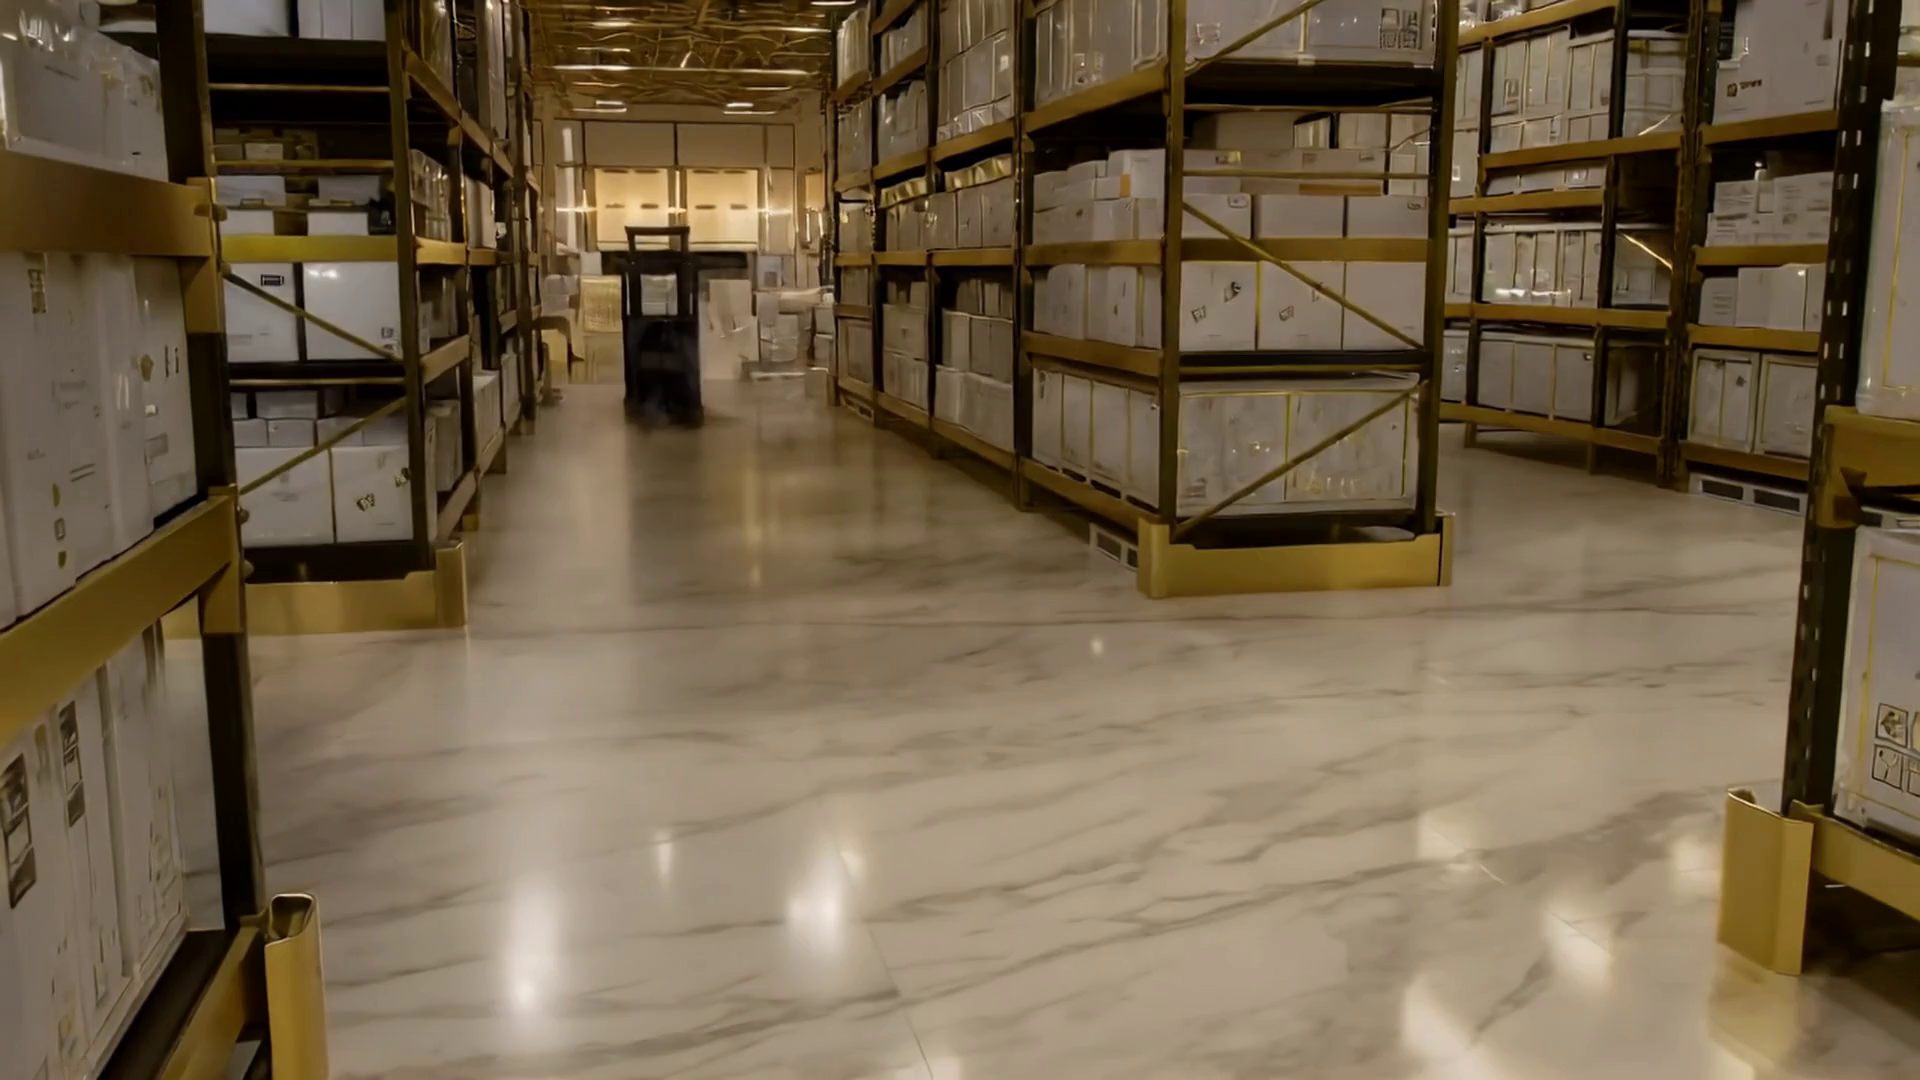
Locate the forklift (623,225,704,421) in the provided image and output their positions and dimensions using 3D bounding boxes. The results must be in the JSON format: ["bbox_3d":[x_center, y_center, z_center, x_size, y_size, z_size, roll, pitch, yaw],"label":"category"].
[{"bbox_3d":[-4.418,-3.225,24.482,1.129,2.768,1.873,-2,10,-12],"label":"forklift"}]

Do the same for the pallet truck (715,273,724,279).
[{"bbox_3d":[-8.580,-8.986,62.280,1.885,1.965,0.823,1,9,5],"label":"pallet truck"}]

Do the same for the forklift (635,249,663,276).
[{"bbox_3d":[-10.535,-8.469,56.446,1.129,2.768,1.873,-8,12,-39],"label":"forklift"}]
